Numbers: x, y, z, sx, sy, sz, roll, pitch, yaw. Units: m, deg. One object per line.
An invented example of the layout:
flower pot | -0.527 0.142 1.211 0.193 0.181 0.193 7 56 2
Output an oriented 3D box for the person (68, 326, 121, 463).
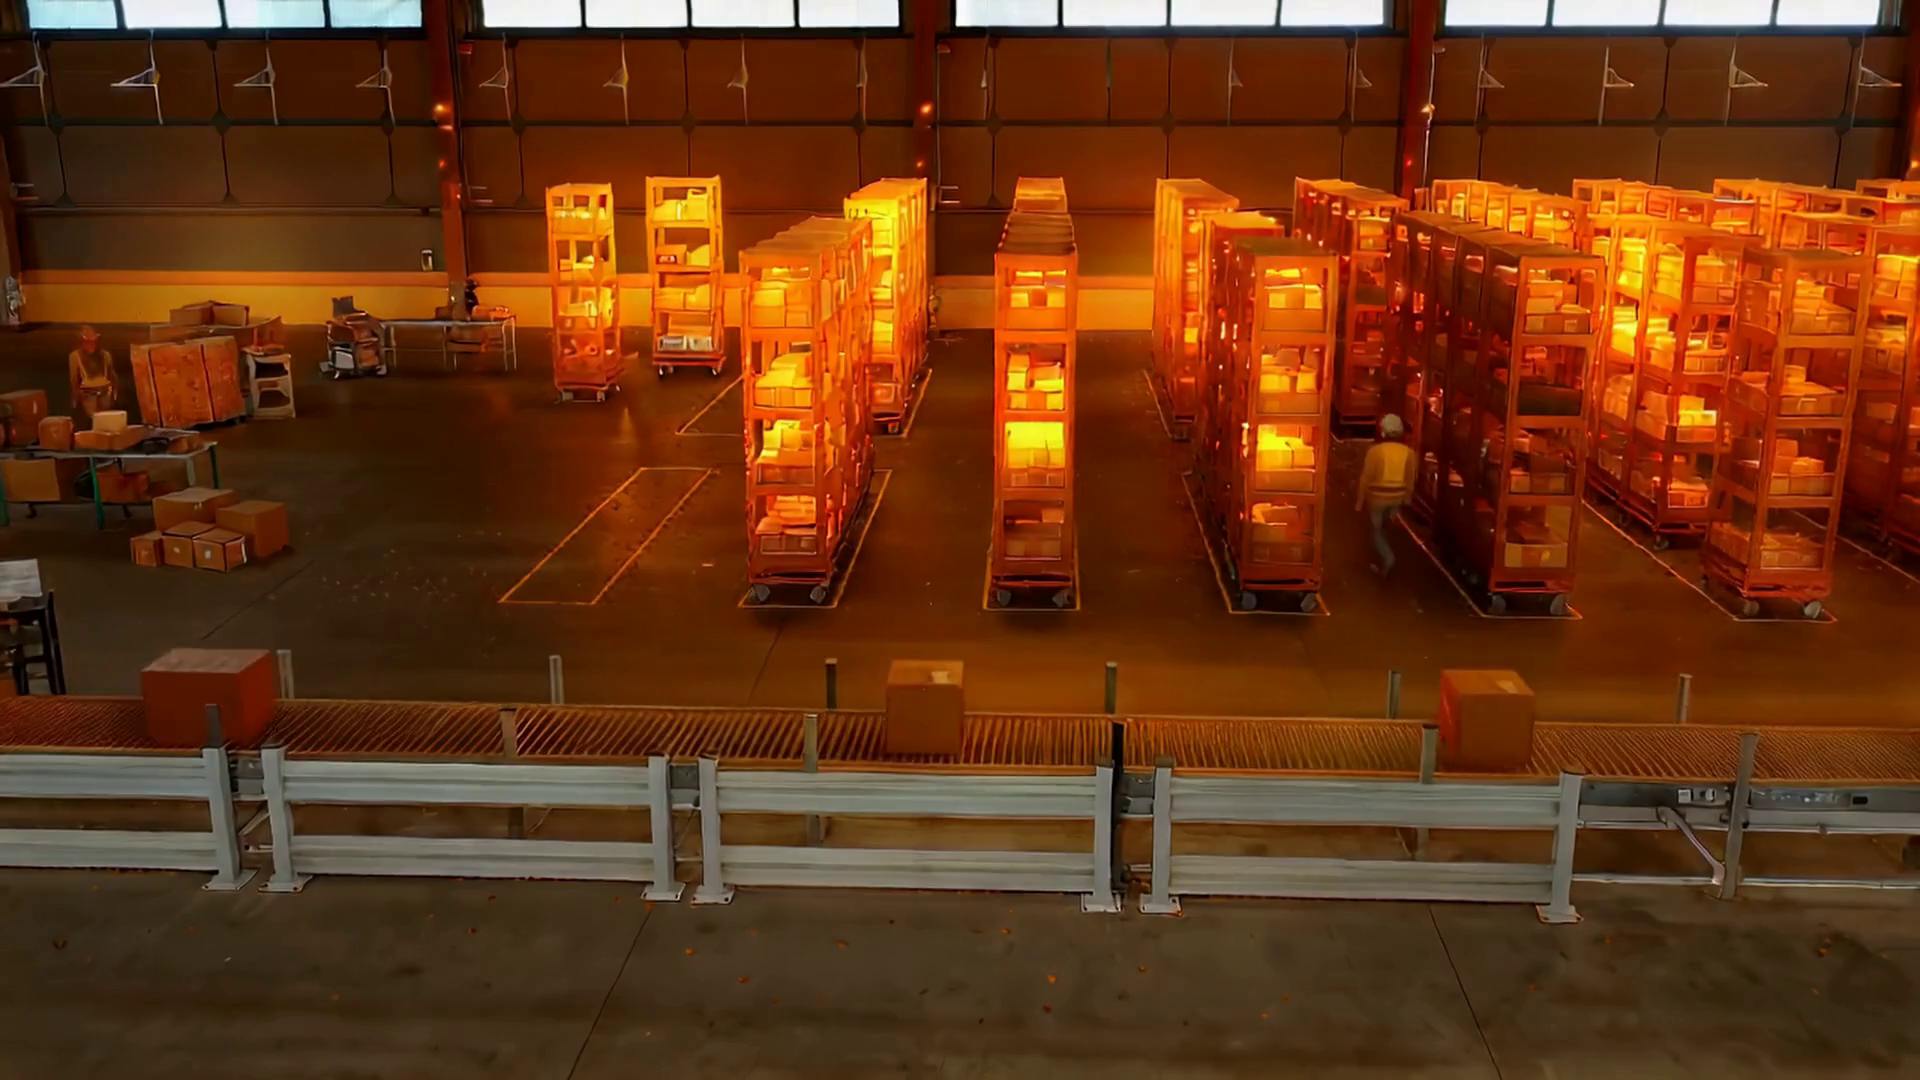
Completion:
person | -12.160 -2.054 23.499 0.655 1.929 0.638 11 18 34

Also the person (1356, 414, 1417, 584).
person | 4.575 -0.438 17.748 0.596 1.806 0.761 -4 16 -15
